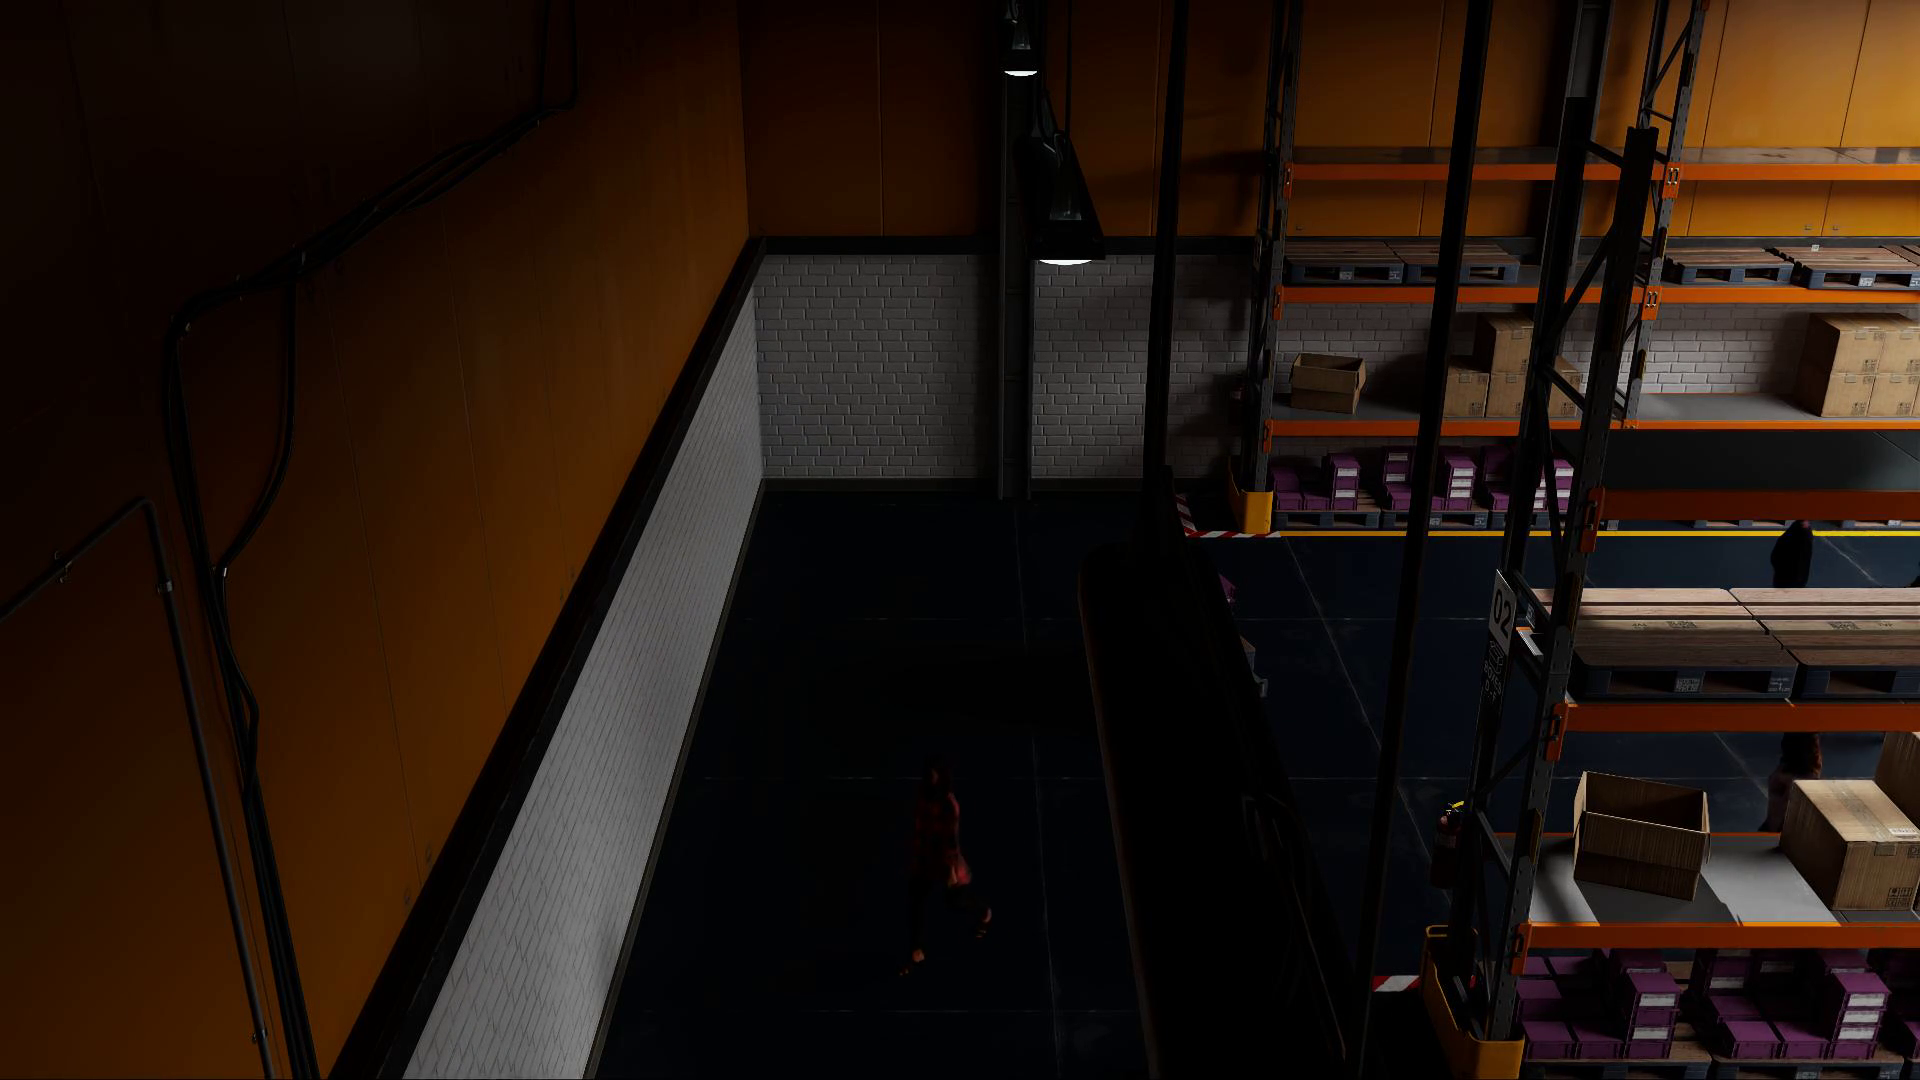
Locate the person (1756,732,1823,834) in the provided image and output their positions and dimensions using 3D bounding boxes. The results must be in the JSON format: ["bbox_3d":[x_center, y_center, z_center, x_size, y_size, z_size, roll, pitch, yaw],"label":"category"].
[{"bbox_3d":[5.850,2.086,11.613,1.073,1.673,0.673,2,24,4],"label":"person"}]

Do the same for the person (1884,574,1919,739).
[{"bbox_3d":[8.040,0.954,14.126,0.844,1.734,0.759,-11,26,-23],"label":"person"}]

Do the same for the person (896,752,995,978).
[{"bbox_3d":[-0.089,2.184,11.385,1.137,1.676,1.034,-19,30,-37],"label":"person"}]
